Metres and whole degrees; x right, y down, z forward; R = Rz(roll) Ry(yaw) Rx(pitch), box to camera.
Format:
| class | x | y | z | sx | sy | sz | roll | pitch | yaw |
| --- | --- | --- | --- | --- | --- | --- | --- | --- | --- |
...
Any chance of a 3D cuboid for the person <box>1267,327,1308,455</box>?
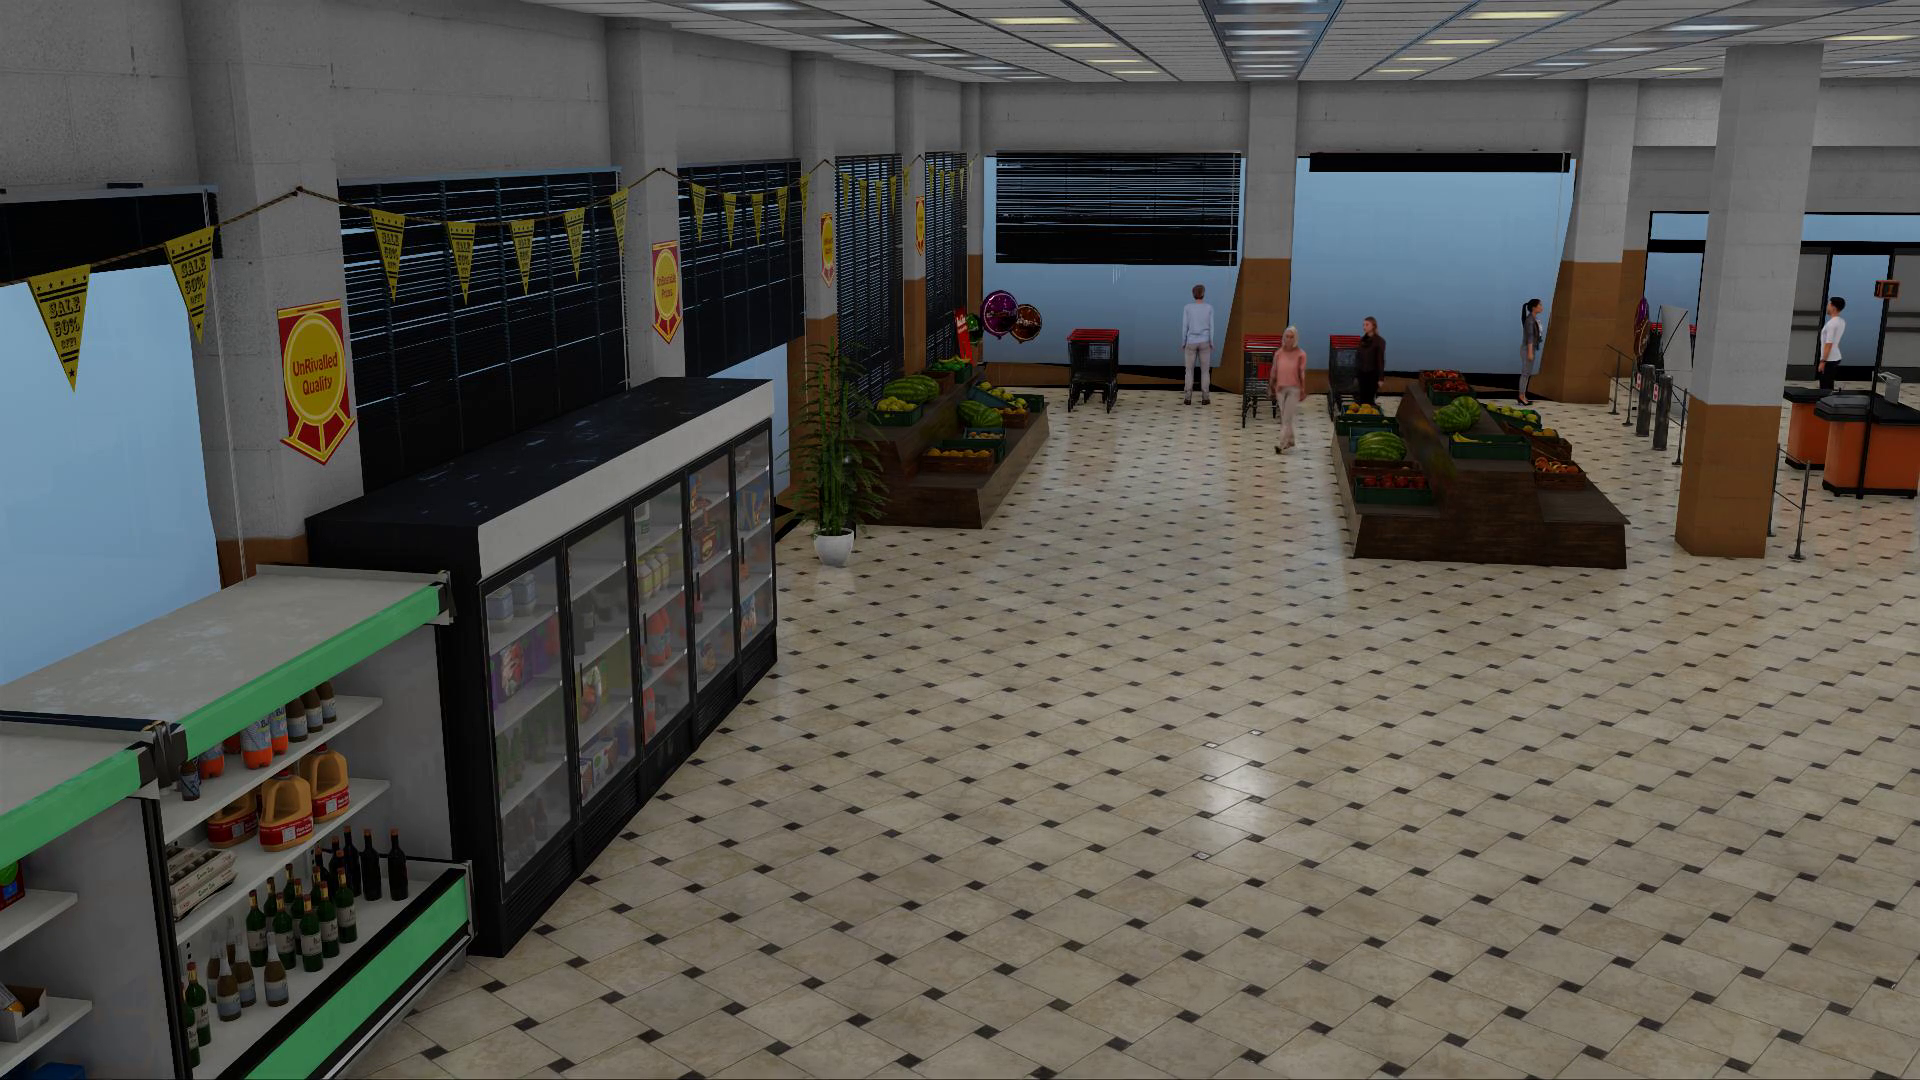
| class | x | y | z | sx | sy | sz | roll | pitch | yaw |
| --- | --- | --- | --- | --- | --- | --- | --- | --- | --- |
| person | 4.397 | -1.975 | 22.158 | 0.903 | 1.666 | 1.228 | 8 | 16 | 30 |

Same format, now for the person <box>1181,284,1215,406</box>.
| class | x | y | z | sx | sy | sz | roll | pitch | yaw |
| --- | --- | --- | --- | --- | --- | --- | --- | --- | --- |
| person | 3.754 | -3.088 | 26.265 | 0.676 | 1.893 | 0.569 | 2 | 14 | 7 |

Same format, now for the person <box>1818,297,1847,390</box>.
| class | x | y | z | sx | sy | sz | roll | pitch | yaw |
| --- | --- | --- | --- | --- | --- | --- | --- | --- | --- |
| person | 12.906 | -2.676 | 24.655 | 0.812 | 1.851 | 0.712 | 13 | 19 | 43 |

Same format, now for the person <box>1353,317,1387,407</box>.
| class | x | y | z | sx | sy | sz | roll | pitch | yaw |
| --- | --- | --- | --- | --- | --- | --- | --- | --- | --- |
| person | 5.821 | -2.289 | 23.411 | 0.843 | 1.685 | 0.784 | -10 | 17 | -36 |

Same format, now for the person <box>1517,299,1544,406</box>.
| class | x | y | z | sx | sy | sz | roll | pitch | yaw |
| --- | --- | --- | --- | --- | --- | --- | --- | --- | --- |
| person | 8.967 | -2.966 | 26.227 | 0.728 | 1.675 | 0.599 | 7 | 15 | 25 |
